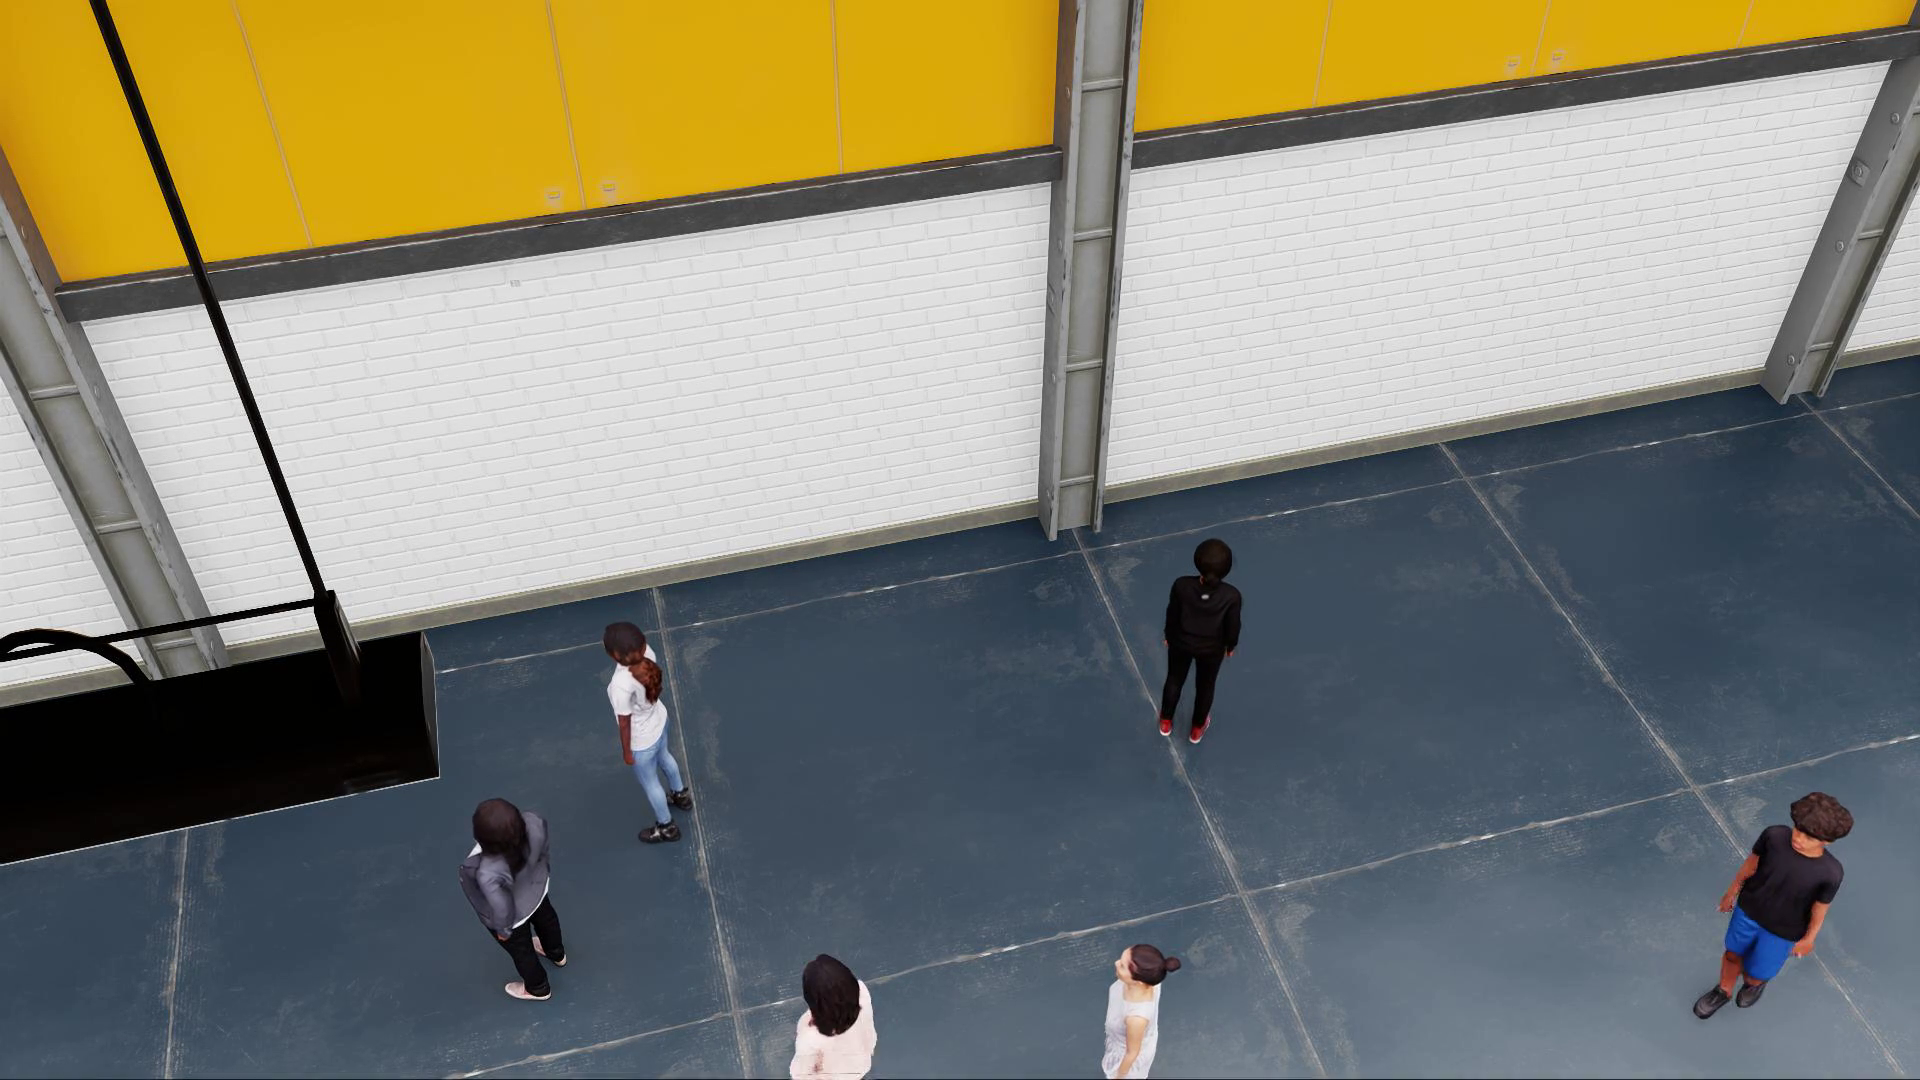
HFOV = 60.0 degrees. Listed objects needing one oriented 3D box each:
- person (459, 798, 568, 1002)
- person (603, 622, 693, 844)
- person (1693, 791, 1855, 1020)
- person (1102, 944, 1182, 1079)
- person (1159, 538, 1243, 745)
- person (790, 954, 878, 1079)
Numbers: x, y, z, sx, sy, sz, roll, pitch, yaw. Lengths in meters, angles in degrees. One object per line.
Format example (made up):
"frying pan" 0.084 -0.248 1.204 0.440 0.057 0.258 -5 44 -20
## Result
"person" -2.341 1.879 8.788 0.832 1.598 0.794 13 45 14
"person" -1.799 1.088 9.531 0.651 1.718 0.649 7 44 7
"person" 4.273 1.894 8.637 0.798 1.786 0.735 -25 49 -24
"person" 0.842 2.462 8.172 0.665 1.604 0.644 5 44 5
"person" 1.445 0.633 10.040 0.660 1.675 0.760 10 44 10
"person" -0.529 2.591 7.931 1.030 1.749 1.072 34 53 31
